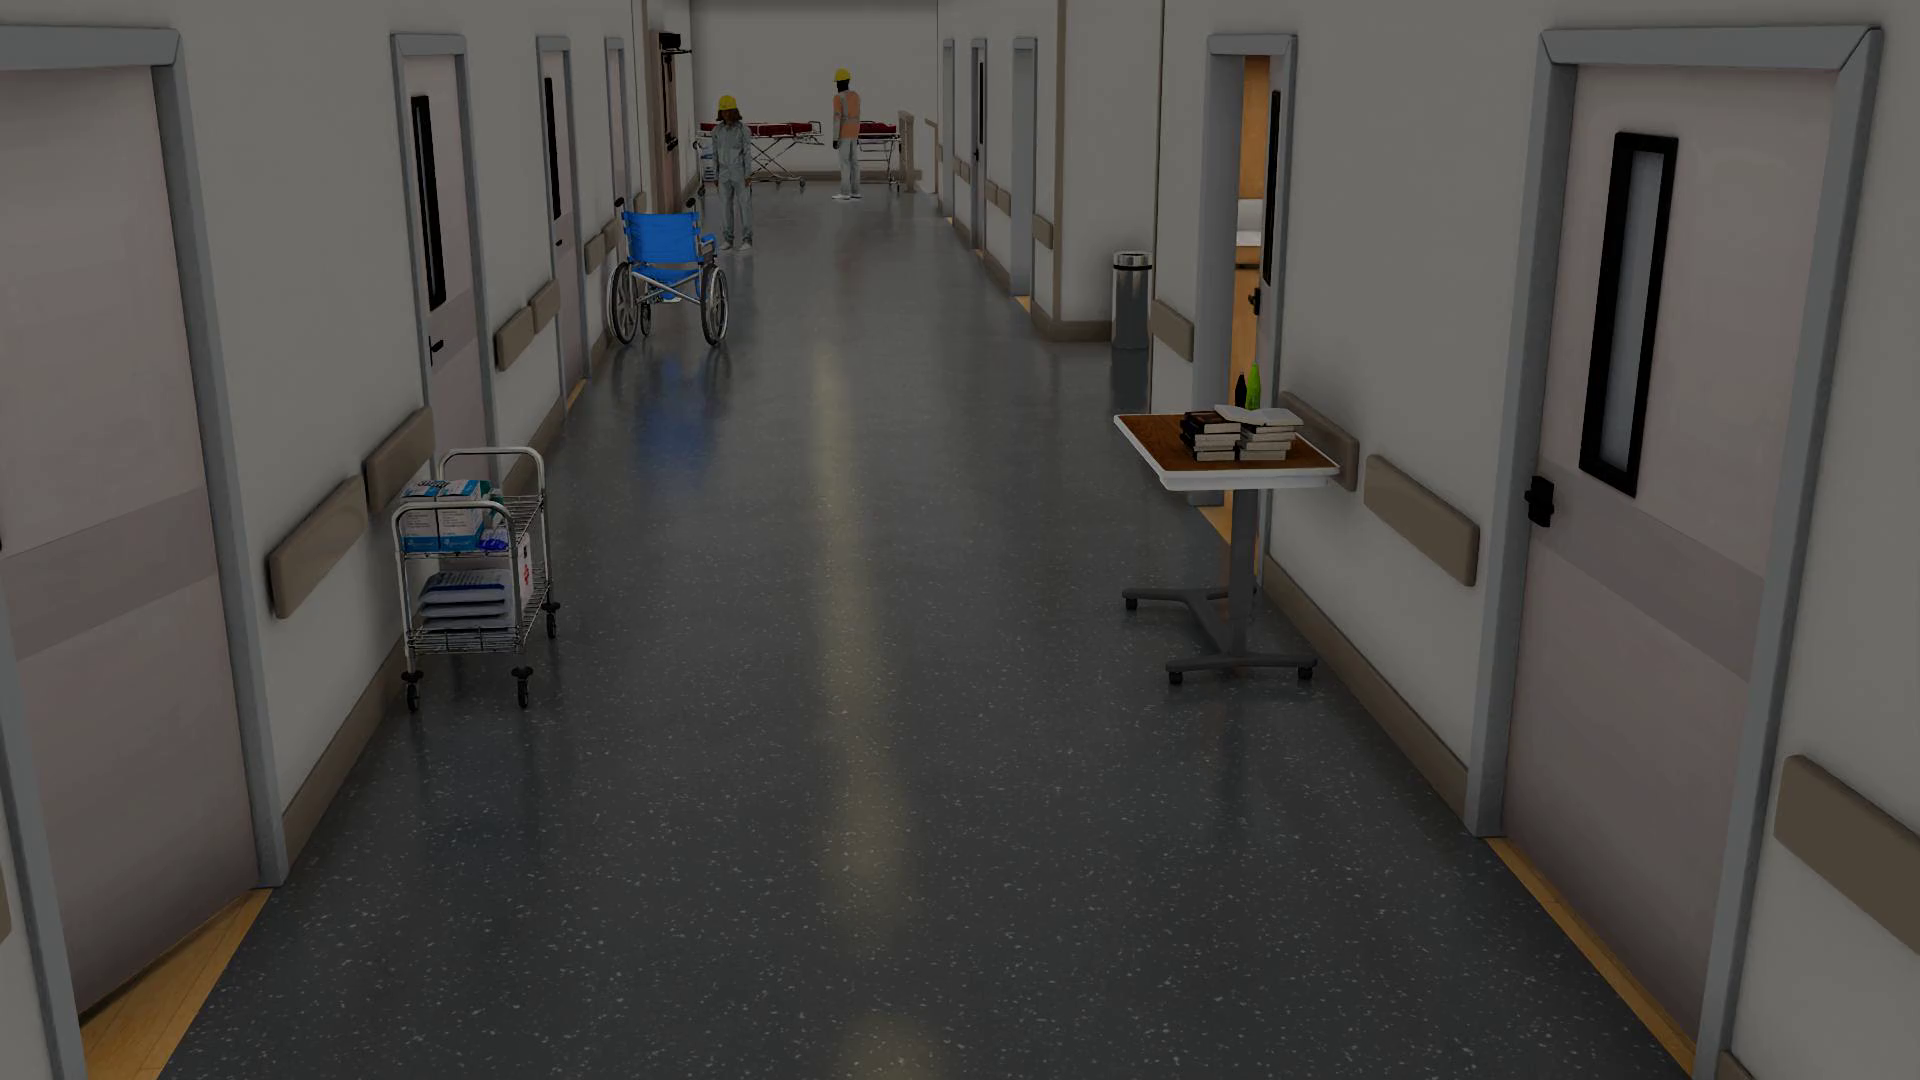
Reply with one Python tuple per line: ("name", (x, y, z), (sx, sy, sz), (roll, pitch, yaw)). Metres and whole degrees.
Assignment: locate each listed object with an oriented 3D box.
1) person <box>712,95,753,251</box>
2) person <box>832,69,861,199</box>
("person", (-2.577, -4.135, 18.797), (0.480, 1.733, 0.337), (5, 17, 15))
("person", (-1.728, -6.112, 25.090), (0.398, 1.920, 0.586), (11, 20, 32))
